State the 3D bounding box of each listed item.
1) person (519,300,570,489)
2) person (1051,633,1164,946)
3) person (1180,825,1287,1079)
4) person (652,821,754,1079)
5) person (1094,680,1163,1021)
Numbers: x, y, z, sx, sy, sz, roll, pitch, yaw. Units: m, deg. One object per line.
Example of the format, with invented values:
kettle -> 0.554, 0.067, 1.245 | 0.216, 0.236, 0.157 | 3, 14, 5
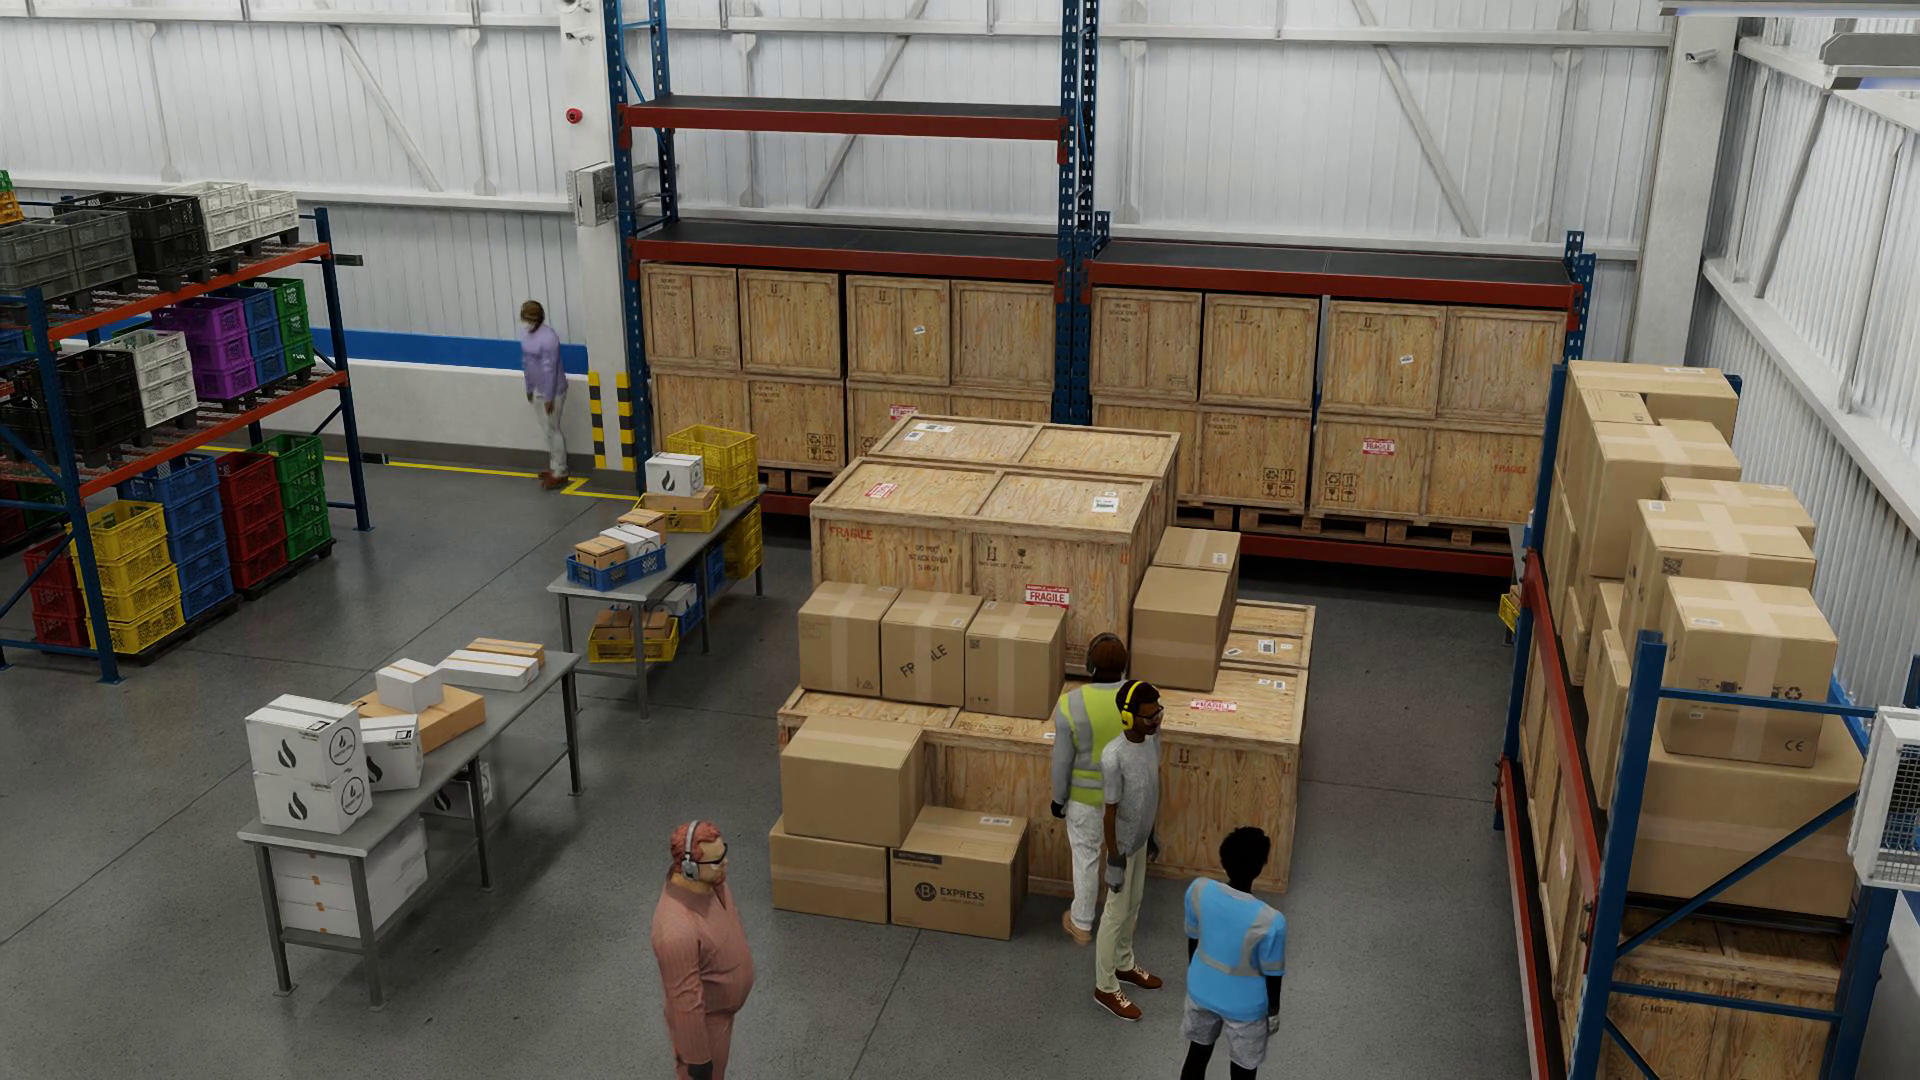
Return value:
person -> -4.130, -1.475, 16.582 | 0.420, 1.917, 0.676 | -17, 26, -37
person -> 0.793, 1.376, 9.223 | 0.625, 1.843, 0.430 | -5, 21, -13
person -> 1.237, 2.079, 7.596 | 0.537, 1.687, 0.323 | 18, 27, 39
person -> -1.098, 2.079, 7.295 | 0.407, 1.908, 0.641 | 0, 21, -1
person -> 0.897, 1.584, 8.642 | 0.328, 1.870, 0.510 | 11, 24, 27
